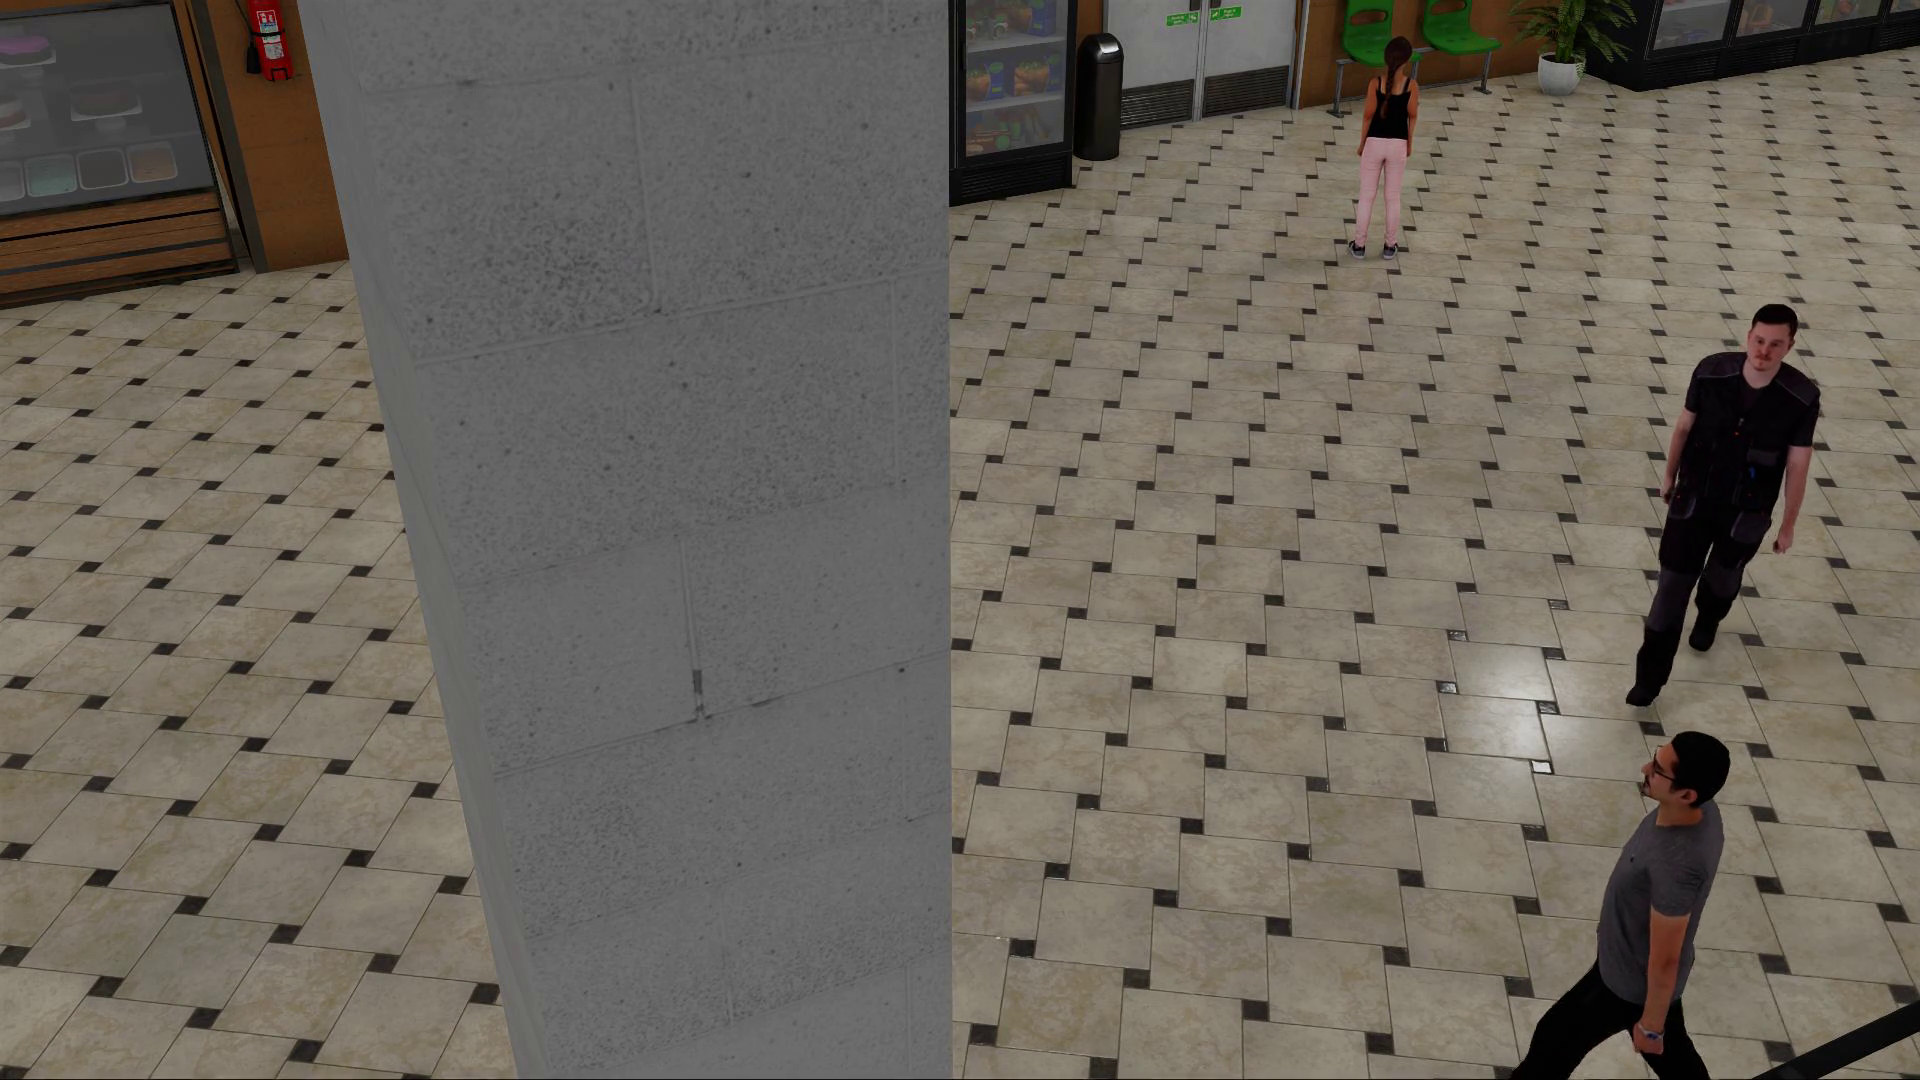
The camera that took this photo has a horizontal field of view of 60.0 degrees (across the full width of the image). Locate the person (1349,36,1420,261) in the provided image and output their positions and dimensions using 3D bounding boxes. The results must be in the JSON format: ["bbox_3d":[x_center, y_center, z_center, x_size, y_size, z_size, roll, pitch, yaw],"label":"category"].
[{"bbox_3d":[2.974,-2.734,11.628,0.616,1.564,0.649,5,32,7],"label":"person"}]

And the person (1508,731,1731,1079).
[{"bbox_3d":[2.118,1.312,4.986,1.243,1.711,1.090,15,35,23],"label":"person"}]

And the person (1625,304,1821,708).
[{"bbox_3d":[3.381,-0.190,7.319,1.285,1.797,1.215,19,37,28],"label":"person"}]
